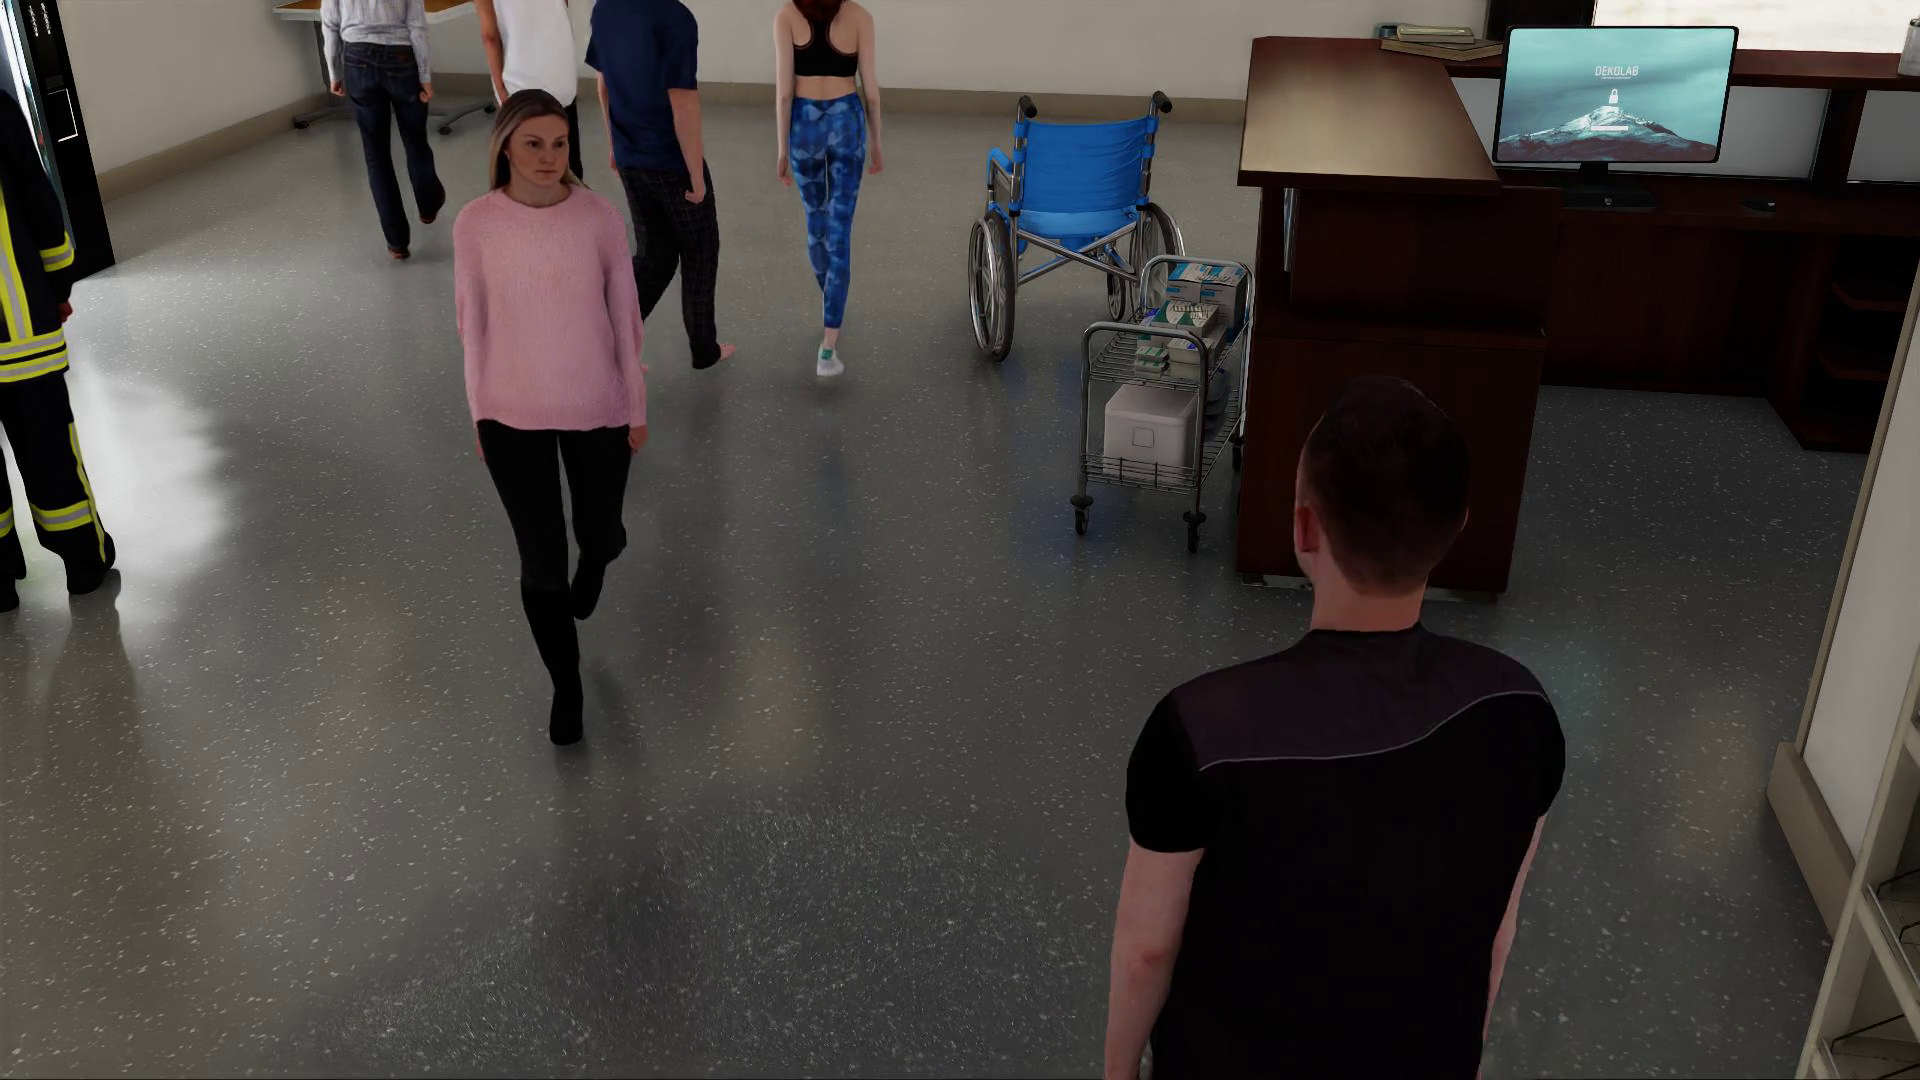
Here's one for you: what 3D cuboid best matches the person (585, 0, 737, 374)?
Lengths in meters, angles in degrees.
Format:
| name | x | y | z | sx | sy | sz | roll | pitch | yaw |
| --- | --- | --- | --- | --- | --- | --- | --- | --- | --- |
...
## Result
| name | x | y | z | sx | sy | sz | roll | pitch | yaw |
| --- | --- | --- | --- | --- | --- | --- | --- | --- | --- |
| person | -1.207 | -1.419 | 6.425 | 0.923 | 1.818 | 1.082 | 16 | 30 | 30 |

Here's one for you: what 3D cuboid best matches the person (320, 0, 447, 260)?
| name | x | y | z | sx | sy | sz | roll | pitch | yaw |
| --- | --- | --- | --- | --- | --- | --- | --- | --- | --- |
| person | -2.880 | -2.307 | 8.301 | 0.960 | 1.788 | 1.180 | -6 | 26 | -11 |

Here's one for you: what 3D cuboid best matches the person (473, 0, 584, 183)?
| name | x | y | z | sx | sy | sz | roll | pitch | yaw |
| --- | --- | --- | --- | --- | --- | --- | --- | --- | --- |
| person | -2.218 | -2.388 | 8.622 | 0.958 | 1.655 | 1.038 | -10 | 27 | -19 |

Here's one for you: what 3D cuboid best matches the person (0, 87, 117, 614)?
| name | x | y | z | sx | sy | sz | roll | pitch | yaw |
| --- | --- | --- | --- | --- | --- | --- | --- | --- | --- |
| person | -2.901 | -0.712 | 4.837 | 0.888 | 1.924 | 0.912 | -13 | 29 | -25 |

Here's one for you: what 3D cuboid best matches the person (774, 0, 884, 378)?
| name | x | y | z | sx | sy | sz | roll | pitch | yaw |
| --- | --- | --- | --- | --- | --- | --- | --- | --- | --- |
| person | -0.528 | -1.495 | 6.688 | 0.707 | 1.727 | 1.291 | 0 | 26 | 1 |

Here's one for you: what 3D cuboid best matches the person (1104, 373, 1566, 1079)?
| name | x | y | z | sx | sy | sz | roll | pitch | yaw |
| --- | --- | --- | --- | --- | --- | --- | --- | --- | --- |
| person | 0.443 | 0.715 | 1.999 | 0.935 | 1.820 | 1.152 | -5 | 26 | -11 |

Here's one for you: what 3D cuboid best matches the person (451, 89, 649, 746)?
| name | x | y | z | sx | sy | sz | roll | pitch | yaw |
| --- | --- | --- | --- | --- | --- | --- | --- | --- | --- |
| person | -1.053 | -0.345 | 4.376 | 0.864 | 1.664 | 1.091 | -5 | 26 | -10 |
